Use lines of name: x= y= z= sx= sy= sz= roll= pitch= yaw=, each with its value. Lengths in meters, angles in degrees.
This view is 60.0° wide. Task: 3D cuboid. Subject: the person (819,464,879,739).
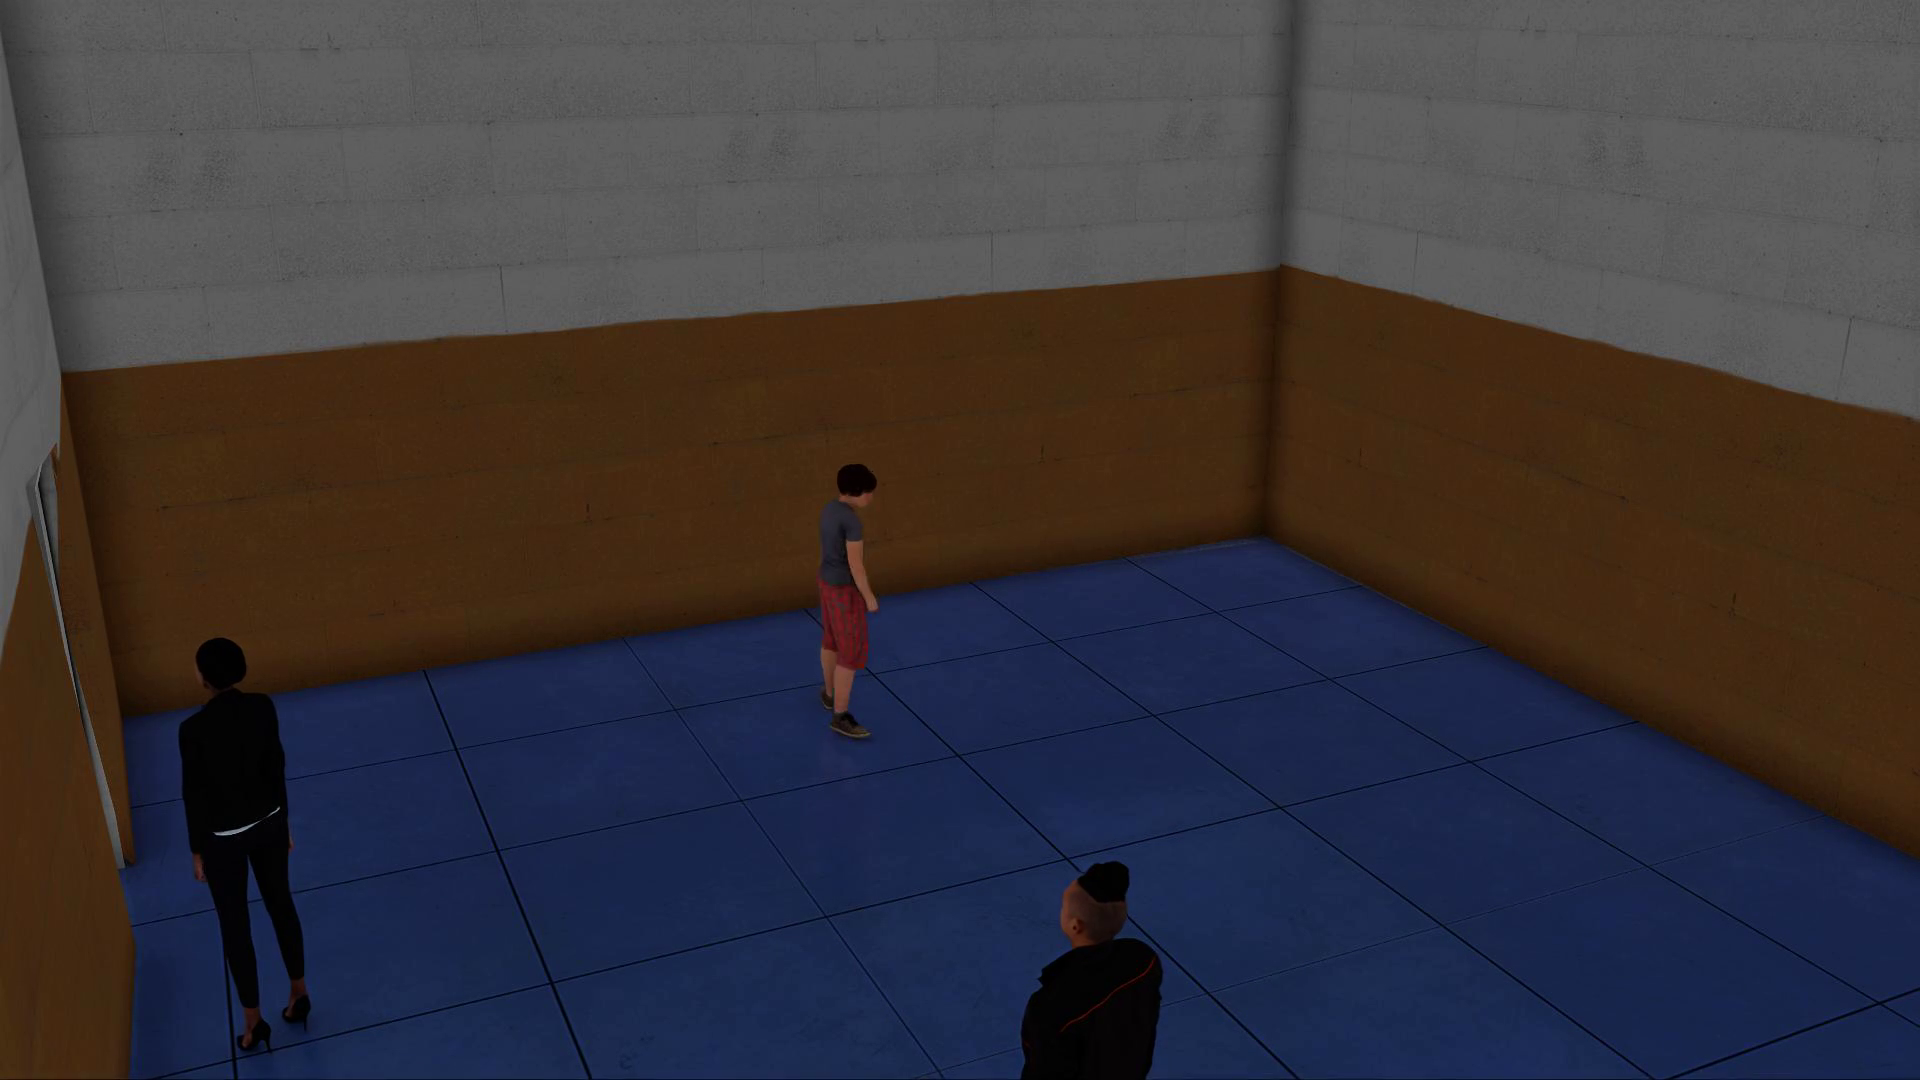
person: x=-0.753 y=0.310 z=10.040 sx=0.591 sy=1.624 sz=0.944 roll=-12 pitch=22 yaw=-32

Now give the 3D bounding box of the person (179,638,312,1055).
person: x=-2.958 y=1.266 z=6.898 sx=0.717 sy=1.834 sz=0.601 roll=14 pitch=23 yaw=35

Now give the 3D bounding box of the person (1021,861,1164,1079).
person: x=0.396 y=1.813 z=5.203 sx=0.904 sy=1.856 sz=0.733 roll=15 pitch=24 yaw=37
